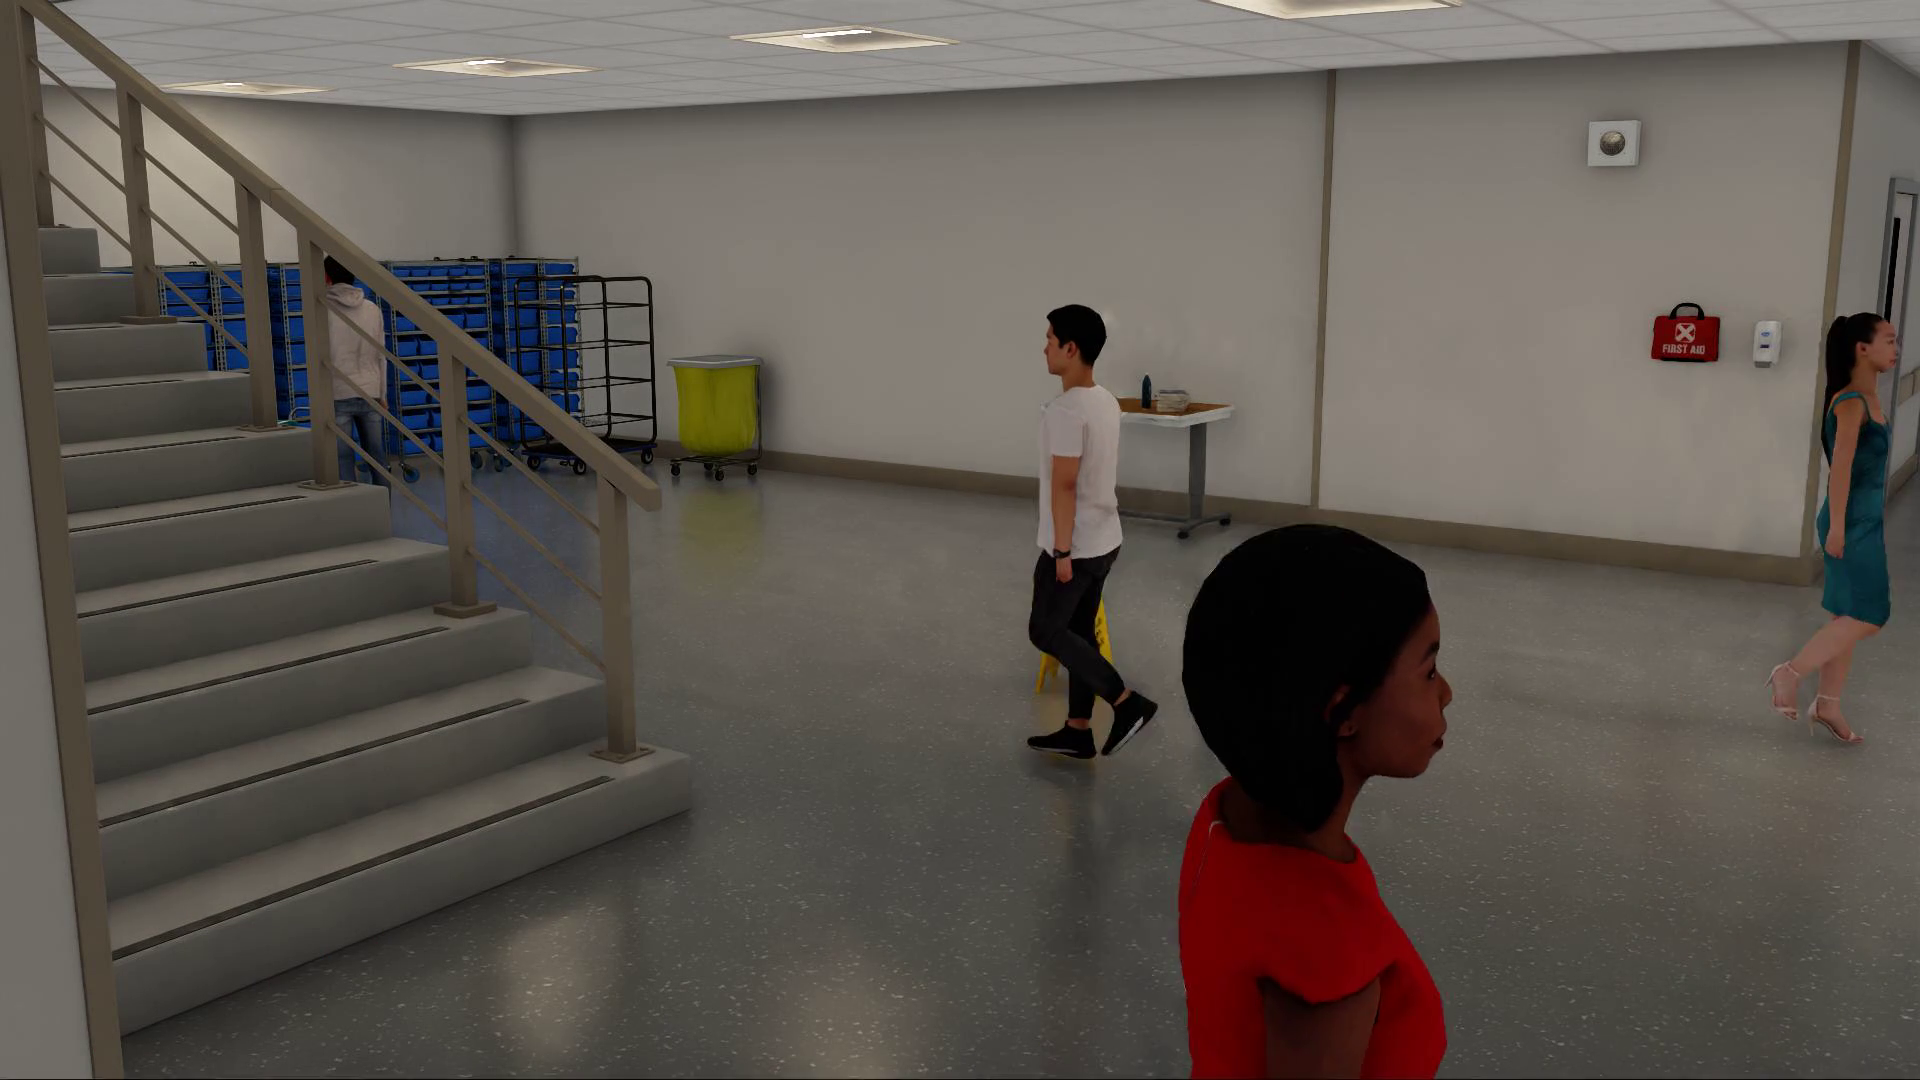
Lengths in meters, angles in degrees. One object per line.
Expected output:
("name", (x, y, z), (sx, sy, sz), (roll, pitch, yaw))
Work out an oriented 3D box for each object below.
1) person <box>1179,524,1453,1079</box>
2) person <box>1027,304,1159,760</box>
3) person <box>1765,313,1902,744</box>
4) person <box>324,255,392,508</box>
("person", (0.219, 0.855, 1.702), (1.081, 1.712, 0.983), (-1, 11, -7))
("person", (0.509, -0.002, 6.143), (0.804, 1.709, 0.668), (6, 12, 28))
("person", (3.381, -0.034, 6.472), (0.631, 1.680, 0.559), (7, 13, 32))
("person", (-3.887, -0.910, 10.627), (0.612, 1.852, 0.699), (10, 15, 42))
